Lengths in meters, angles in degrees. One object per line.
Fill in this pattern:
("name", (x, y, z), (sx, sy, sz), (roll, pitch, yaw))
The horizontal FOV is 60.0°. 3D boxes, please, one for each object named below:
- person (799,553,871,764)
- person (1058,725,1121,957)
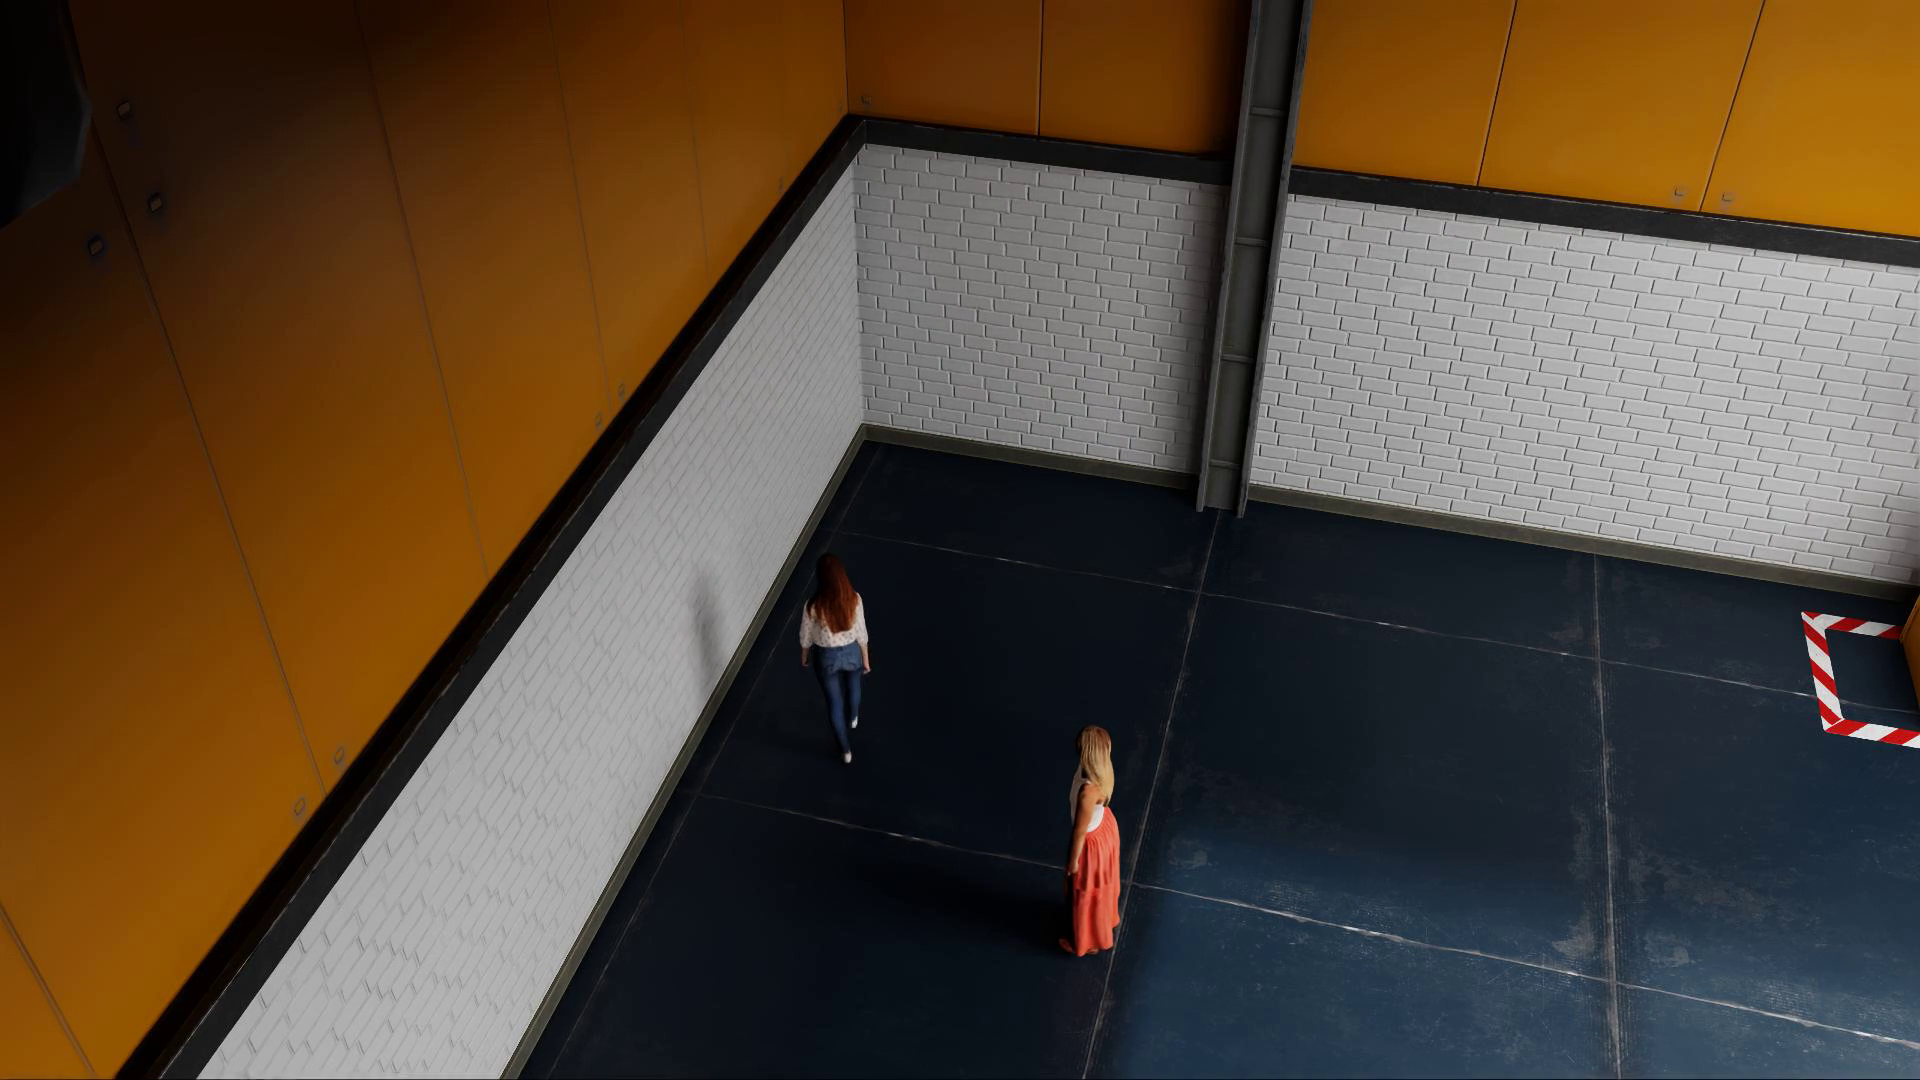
("person", (-0.799, 0.835, 11.114), (0.874, 1.717, 0.884), (-9, 39, -11))
("person", (0.781, 1.774, 9.870), (0.551, 1.801, 0.599), (10, 40, 12))
